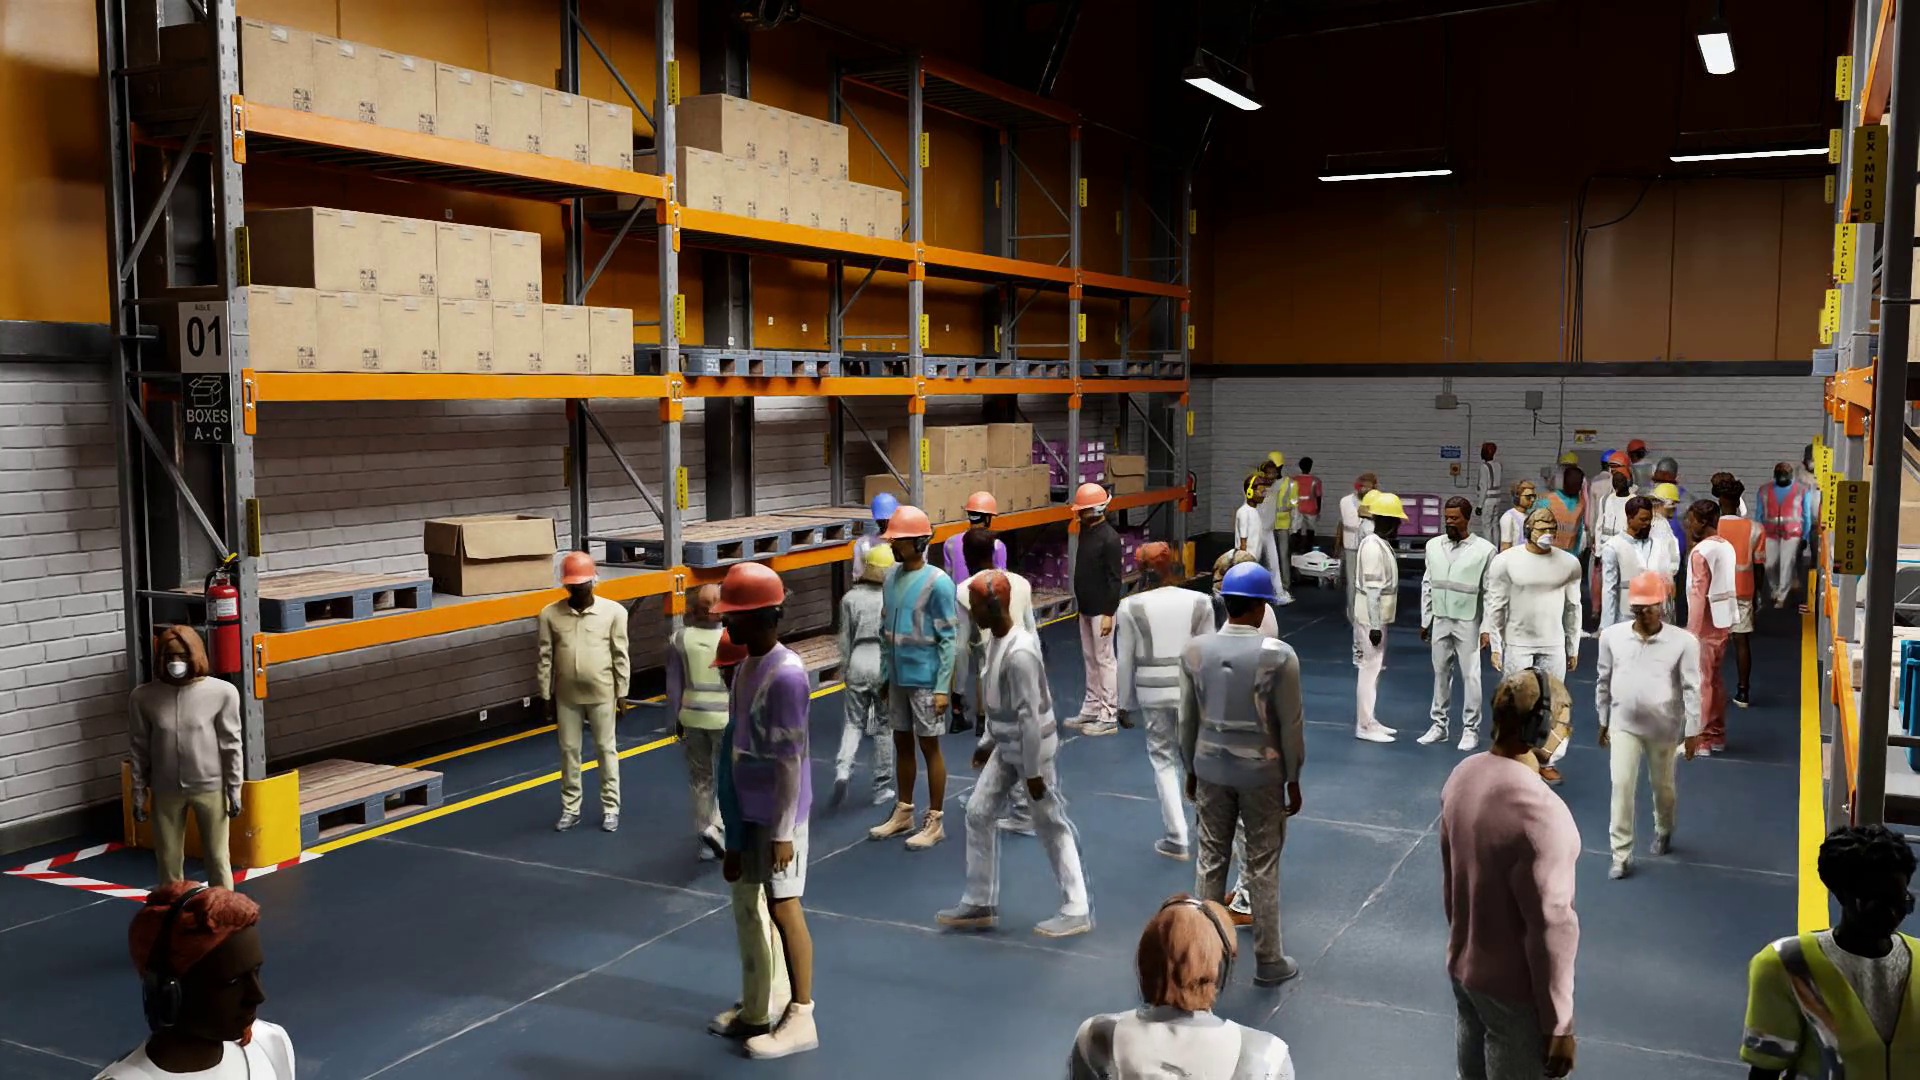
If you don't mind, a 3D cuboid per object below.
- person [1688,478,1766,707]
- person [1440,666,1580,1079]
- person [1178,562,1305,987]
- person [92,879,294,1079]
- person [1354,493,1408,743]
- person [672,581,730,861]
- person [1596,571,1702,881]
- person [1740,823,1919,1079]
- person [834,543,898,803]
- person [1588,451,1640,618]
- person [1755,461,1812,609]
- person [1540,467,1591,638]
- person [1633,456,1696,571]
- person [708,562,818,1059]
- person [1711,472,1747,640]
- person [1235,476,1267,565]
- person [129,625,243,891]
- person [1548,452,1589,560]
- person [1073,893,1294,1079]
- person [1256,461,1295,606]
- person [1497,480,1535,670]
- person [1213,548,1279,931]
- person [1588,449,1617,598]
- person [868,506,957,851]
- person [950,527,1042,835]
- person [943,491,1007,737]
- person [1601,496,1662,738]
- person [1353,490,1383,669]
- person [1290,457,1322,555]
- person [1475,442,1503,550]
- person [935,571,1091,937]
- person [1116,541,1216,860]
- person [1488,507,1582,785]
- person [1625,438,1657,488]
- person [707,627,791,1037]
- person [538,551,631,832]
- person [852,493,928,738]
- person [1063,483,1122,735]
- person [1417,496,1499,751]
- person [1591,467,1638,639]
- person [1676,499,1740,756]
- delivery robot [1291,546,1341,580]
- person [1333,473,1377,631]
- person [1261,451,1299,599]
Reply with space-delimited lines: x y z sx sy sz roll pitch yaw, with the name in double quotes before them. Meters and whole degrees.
"person" 6.552 0.451 14.221 0.614 1.963 0.362 1 5 6
"person" 1.633 1.332 4.913 0.373 1.935 0.628 -1 5 -9
"person" 1.304 1.072 7.682 0.602 1.940 0.402 3 6 32
"person" -1.379 1.540 3.008 0.351 1.878 0.569 2 6 16
"person" 3.259 0.595 12.893 0.386 1.922 0.594 2 6 19
"person" -1.428 1.055 9.547 0.516 1.627 0.407 1 5 14
"person" 3.928 1.017 9.485 0.574 1.718 0.862 3 6 32
"person" 2.192 1.525 4.092 0.542 1.695 0.316 0 5 0
"person" -0.576 0.887 10.861 0.499 1.717 0.603 1 5 15
"person" 7.680 -0.048 19.503 0.616 1.986 0.407 5 7 43
"person" 10.190 -0.068 20.604 0.631 1.826 0.570 4 7 36
"person" 6.576 0.130 18.273 0.618 1.876 0.723 -2 6 -20
"person" 7.625 0.057 18.062 0.691 2.000 0.967 0 5 3
"person" -0.819 1.104 6.856 0.409 2.032 0.610 -3 6 -27
"person" 8.179 0.186 17.820 0.429 1.831 0.634 4 7 37
"person" 2.922 0.279 16.683 0.338 1.855 0.526 2 6 22
"person" -3.670 1.208 7.905 0.503 1.628 0.287 -1 5 -13
"person" 8.488 -0.314 23.178 0.404 1.826 0.610 -4 7 -40
"person" 0.465 1.608 3.627 0.527 1.614 0.682 2 6 20
"person" 3.800 -0.083 20.818 0.521 1.811 1.000 -3 6 -32
"person" 5.376 0.342 16.037 0.325 1.843 0.517 5 7 44
"person" 1.430 1.005 8.441 0.372 1.934 0.627 2 6 17
"person" 8.248 -0.185 21.232 0.416 1.939 0.604 -1 5 -11
"person" -0.288 0.814 9.897 0.392 2.045 0.608 -5 7 -41
"person" 0.169 0.858 10.342 0.870 1.866 0.598 5 7 44
"person" 0.139 0.582 13.069 0.548 1.924 0.387 3 6 26
"person" 5.192 0.606 12.883 0.598 1.908 0.402 -3 6 -30
"person" 3.997 0.382 16.199 0.344 1.741 0.550 1 5 6
"person" 5.279 -0.449 25.506 0.538 1.662 0.841 2 6 17
"person" 8.089 -0.555 25.479 0.356 1.885 0.572 5 7 44
"person" 0.237 1.073 8.313 0.897 1.827 0.589 -1 5 -14
"person" 1.215 0.931 9.680 0.625 1.853 0.383 -1 5 -7
"person" 3.947 0.732 11.430 0.635 1.932 0.363 0 5 2
"person" 9.437 -0.398 23.040 0.626 2.025 0.768 -1 5 -6
"person" -0.896 1.226 7.101 0.355 1.739 0.573 1 5 12
"person" -2.317 0.932 10.246 0.568 1.742 0.358 0 5 -1
"person" -0.542 0.592 12.982 0.603 1.920 0.554 0 5 -5
"person" 1.061 0.542 13.144 0.393 1.985 0.611 -2 6 -19
"person" 3.773 0.623 12.628 0.596 1.918 0.386 5 7 44
"person" 7.087 0.153 17.872 0.356 1.883 0.573 -5 7 -41
"person" 5.588 0.650 12.418 0.411 1.906 0.602 5 7 43
"delivery robot" 4.819 0.330 22.532 0.477 0.478 0.707 -3 6 -31
"person" 4.521 0.124 18.807 0.621 1.777 0.952 2 6 22
"person" 4.053 -0.188 21.394 0.585 1.916 0.404 2 6 24
